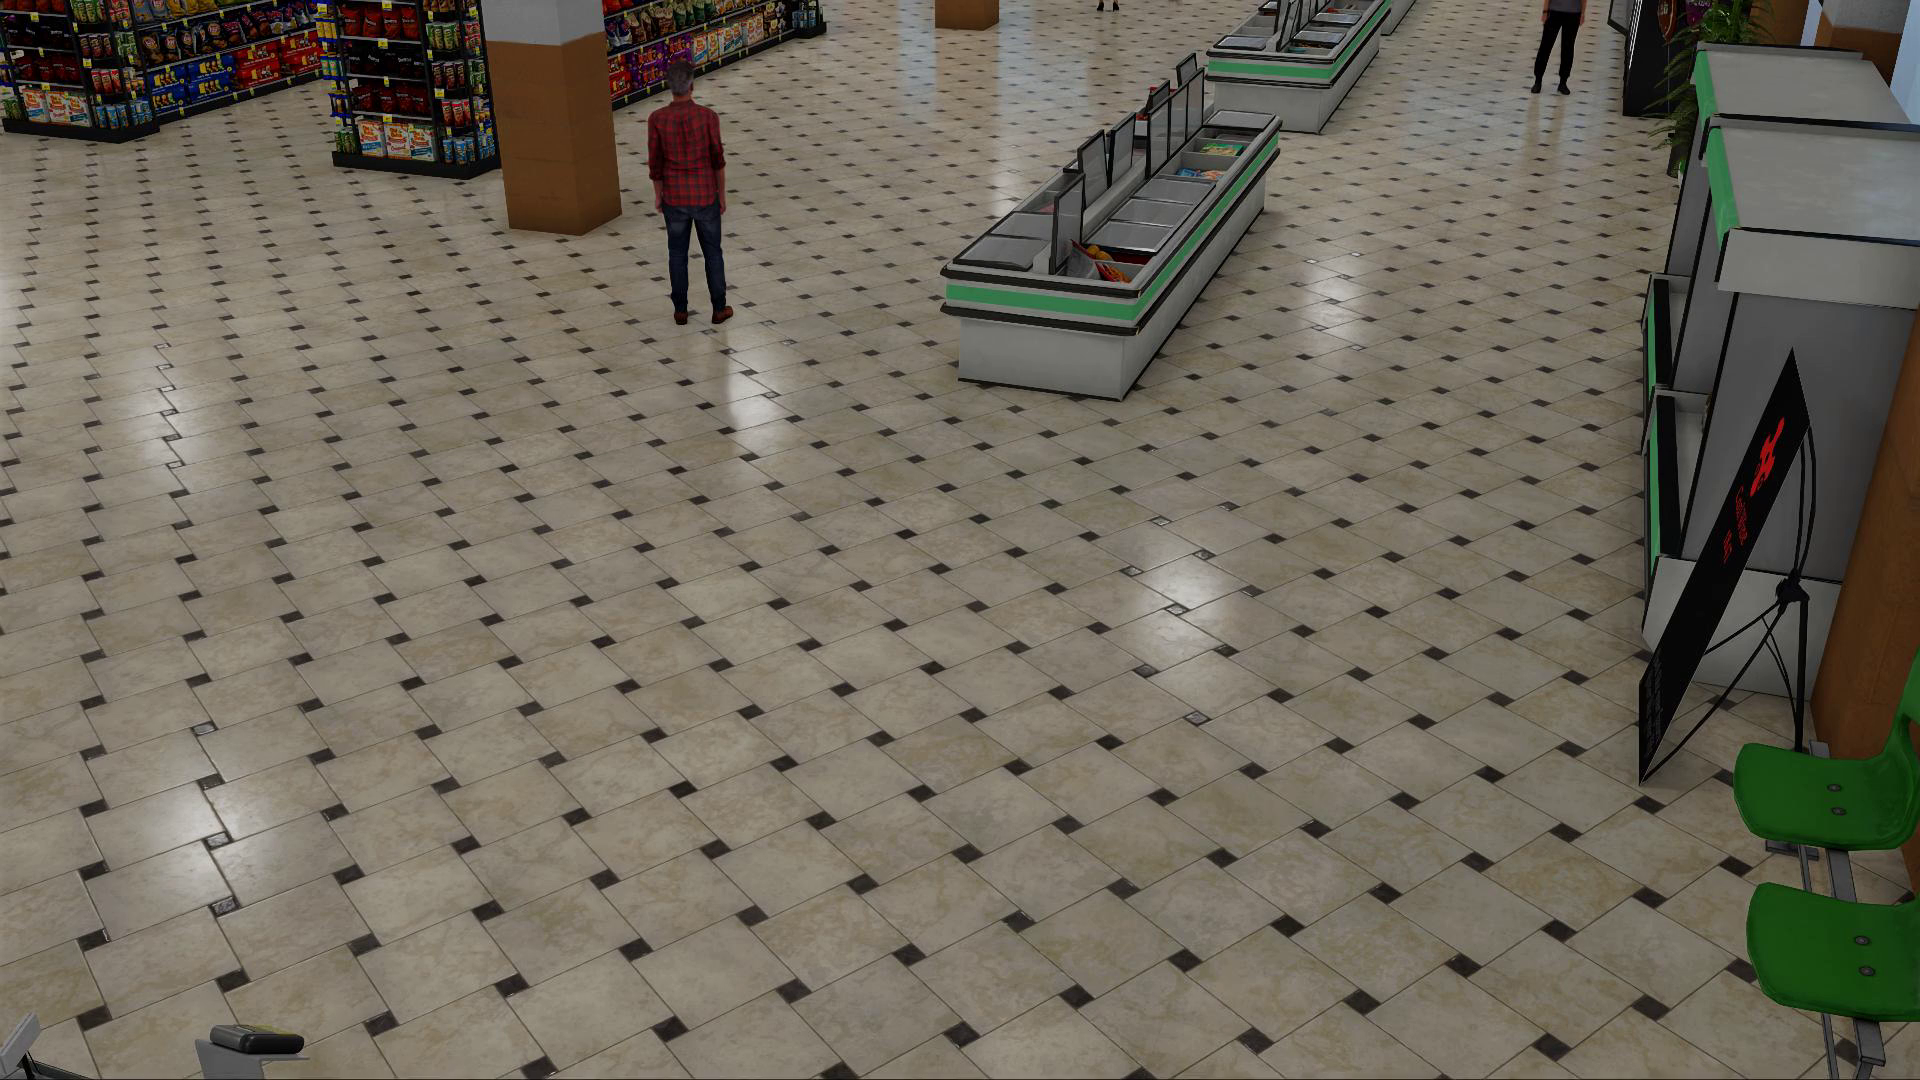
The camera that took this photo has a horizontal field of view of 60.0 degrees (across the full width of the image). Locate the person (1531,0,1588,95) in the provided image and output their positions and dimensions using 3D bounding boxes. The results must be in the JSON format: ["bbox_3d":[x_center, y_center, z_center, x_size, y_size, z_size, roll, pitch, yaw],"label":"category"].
[{"bbox_3d":[6.769,-5.922,18.644,0.652,1.755,0.590,5,27,10],"label":"person"}]

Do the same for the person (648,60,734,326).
[{"bbox_3d":[-1.890,-2.420,11.653,0.756,1.831,0.699,-1,27,-2],"label":"person"}]
